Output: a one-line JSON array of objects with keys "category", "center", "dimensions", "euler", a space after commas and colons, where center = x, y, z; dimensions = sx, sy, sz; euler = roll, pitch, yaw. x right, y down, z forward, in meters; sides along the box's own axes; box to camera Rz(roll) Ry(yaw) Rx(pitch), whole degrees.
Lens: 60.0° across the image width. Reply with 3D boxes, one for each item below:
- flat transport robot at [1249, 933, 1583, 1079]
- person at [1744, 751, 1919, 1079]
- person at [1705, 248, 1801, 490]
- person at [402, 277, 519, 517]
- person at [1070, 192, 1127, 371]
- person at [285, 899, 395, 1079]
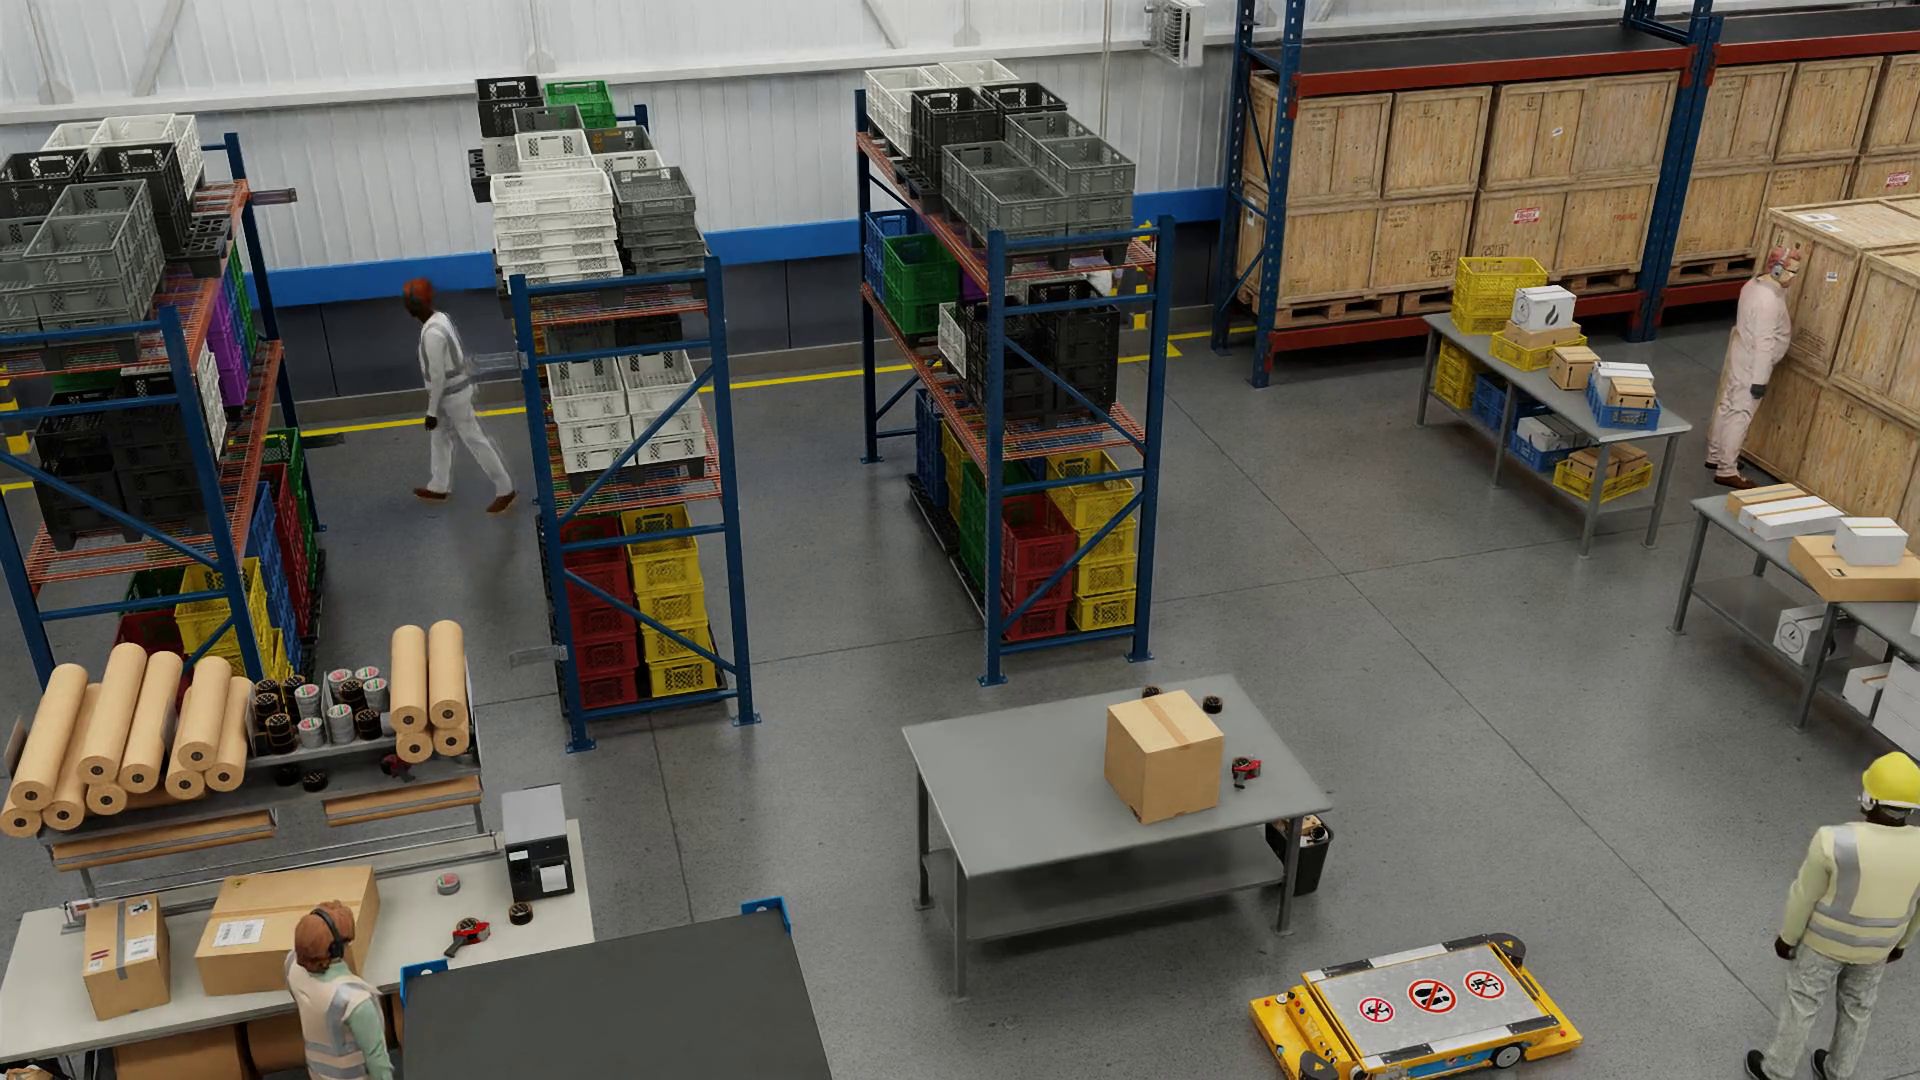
[{"category": "flat transport robot", "center": [2.184, 2.282, 7.980], "dimensions": [1.431, 0.197, 0.652], "euler": [-8, 30, -14]}, {"category": "person", "center": [3.936, 1.734, 7.382], "dimensions": [0.599, 1.825, 0.403], "euler": [0, 29, 1]}, {"category": "person", "center": [6.168, -1.345, 12.902], "dimensions": [0.406, 1.901, 0.639], "euler": [6, 29, 10]}, {"category": "person", "center": [-3.804, -1.069, 12.481], "dimensions": [0.835, 1.849, 0.630], "euler": [-9, 30, -15]}, {"category": "person", "center": [1.171, -2.431, 14.852], "dimensions": [0.629, 1.932, 0.363], "euler": [8, 30, 14]}, {"category": "person", "center": [-2.483, 2.163, 6.794], "dimensions": [0.514, 1.631, 0.312], "euler": [20, 35, 32]}]
